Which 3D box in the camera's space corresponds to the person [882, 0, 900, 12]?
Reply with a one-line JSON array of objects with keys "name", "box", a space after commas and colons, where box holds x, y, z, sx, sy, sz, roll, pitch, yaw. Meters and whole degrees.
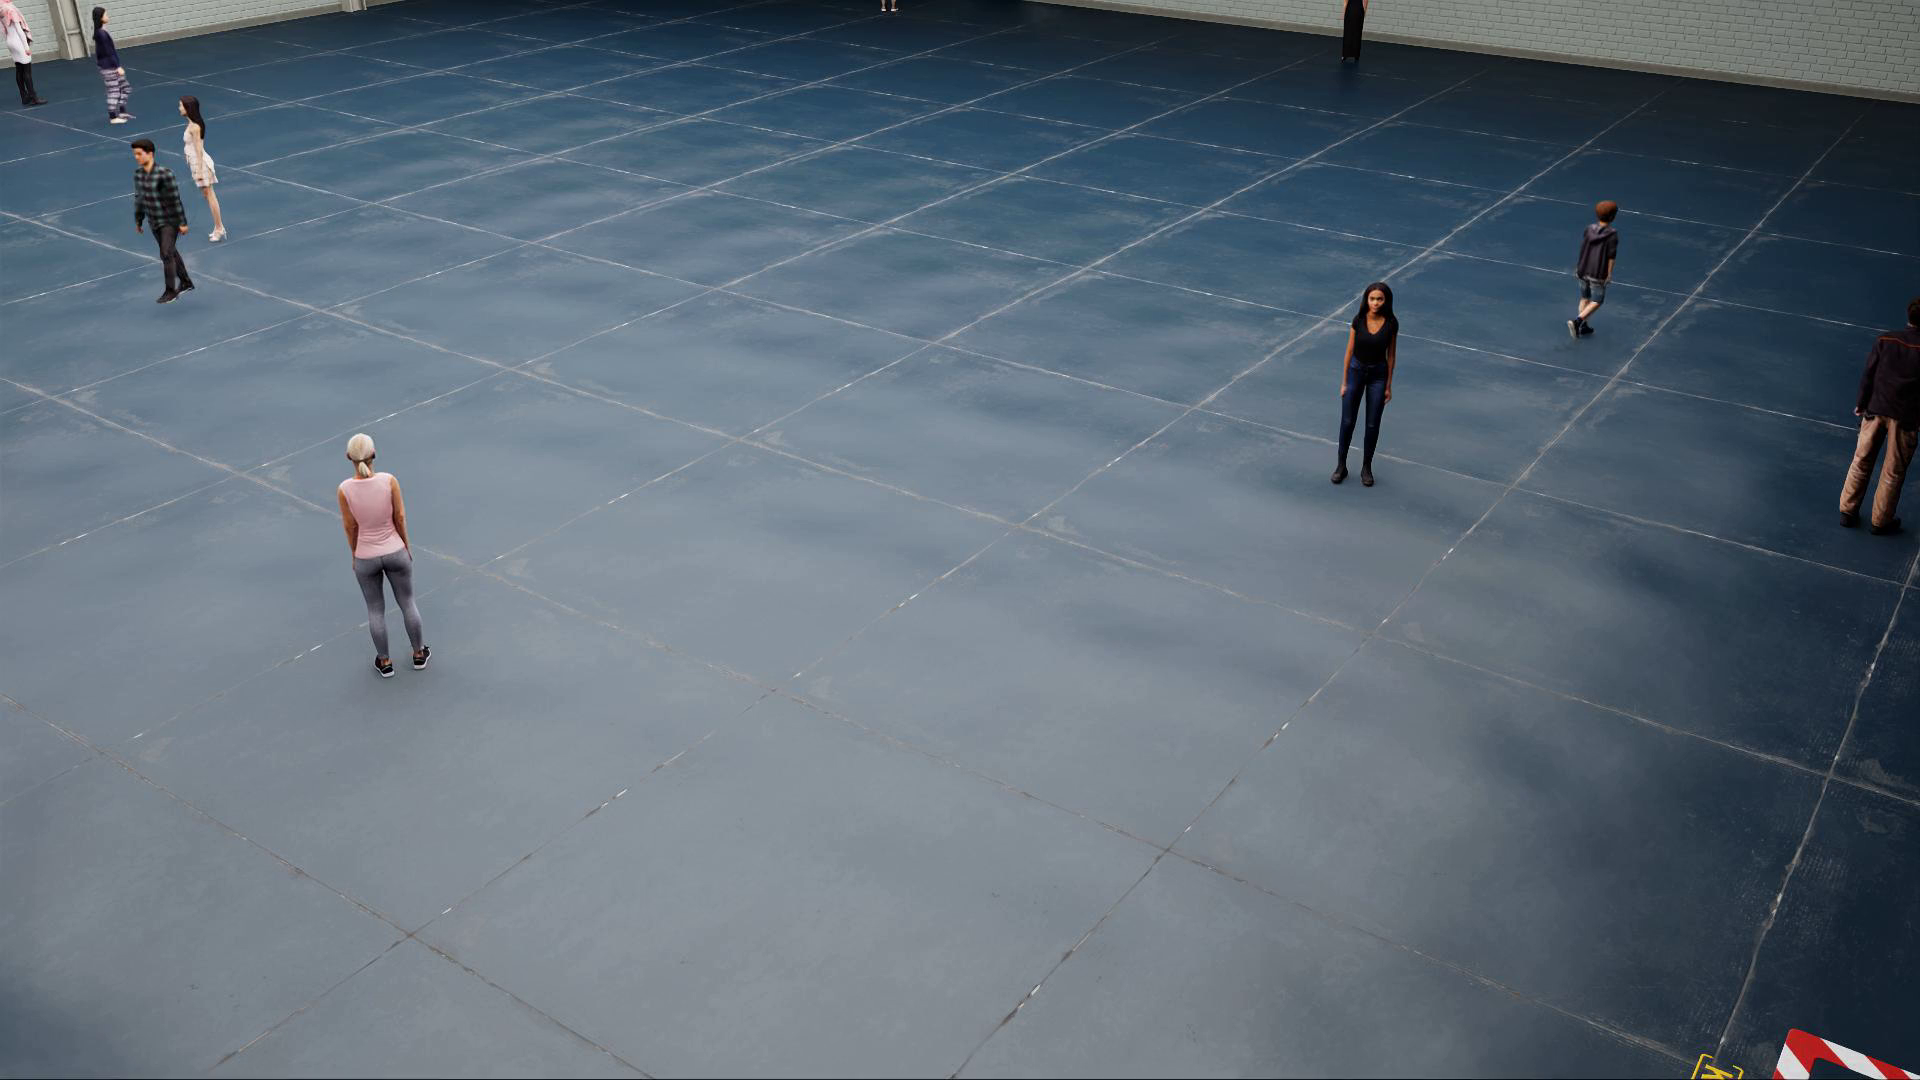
[{"name": "person", "box": [-1.483, -11.707, 34.068, 0.674, 1.651, 0.682, 2, 27, 5]}]

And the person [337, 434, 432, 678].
[{"name": "person", "box": [-3.852, 0.100, 11.057, 0.607, 1.725, 0.698, -11, 29, -20]}]

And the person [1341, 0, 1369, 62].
[{"name": "person", "box": [6.992, -9.325, 29.492, 0.665, 1.603, 0.674, 2, 27, 4]}]

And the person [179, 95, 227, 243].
[{"name": "person", "box": [-9.034, -4.436, 19.854, 0.696, 1.735, 0.667, -10, 29, -18]}]

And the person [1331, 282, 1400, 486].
[{"name": "person", "box": [3.367, -1.306, 13.770, 0.637, 1.739, 0.639, 6, 28, 12]}]

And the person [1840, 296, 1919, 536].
[{"name": "person", "box": [7.249, -0.978, 12.931, 0.655, 1.925, 0.746, -24, 36, -39]}]

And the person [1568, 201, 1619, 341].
[{"name": "person", "box": [6.370, -2.701, 16.814, 0.878, 1.433, 0.676, -20, 34, -34]}]

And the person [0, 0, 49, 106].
[{"name": "person", "box": [-14.947, -7.832, 26.374, 0.645, 1.804, 0.616, 15, 31, 26]}]

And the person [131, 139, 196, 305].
[{"name": "person", "box": [-8.380, -3.412, 17.586, 0.825, 1.696, 0.929, 10, 29, 19]}]

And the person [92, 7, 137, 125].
[{"name": "person", "box": [-12.964, -7.157, 25.152, 0.766, 1.722, 0.731, -12, 30, -23]}]
